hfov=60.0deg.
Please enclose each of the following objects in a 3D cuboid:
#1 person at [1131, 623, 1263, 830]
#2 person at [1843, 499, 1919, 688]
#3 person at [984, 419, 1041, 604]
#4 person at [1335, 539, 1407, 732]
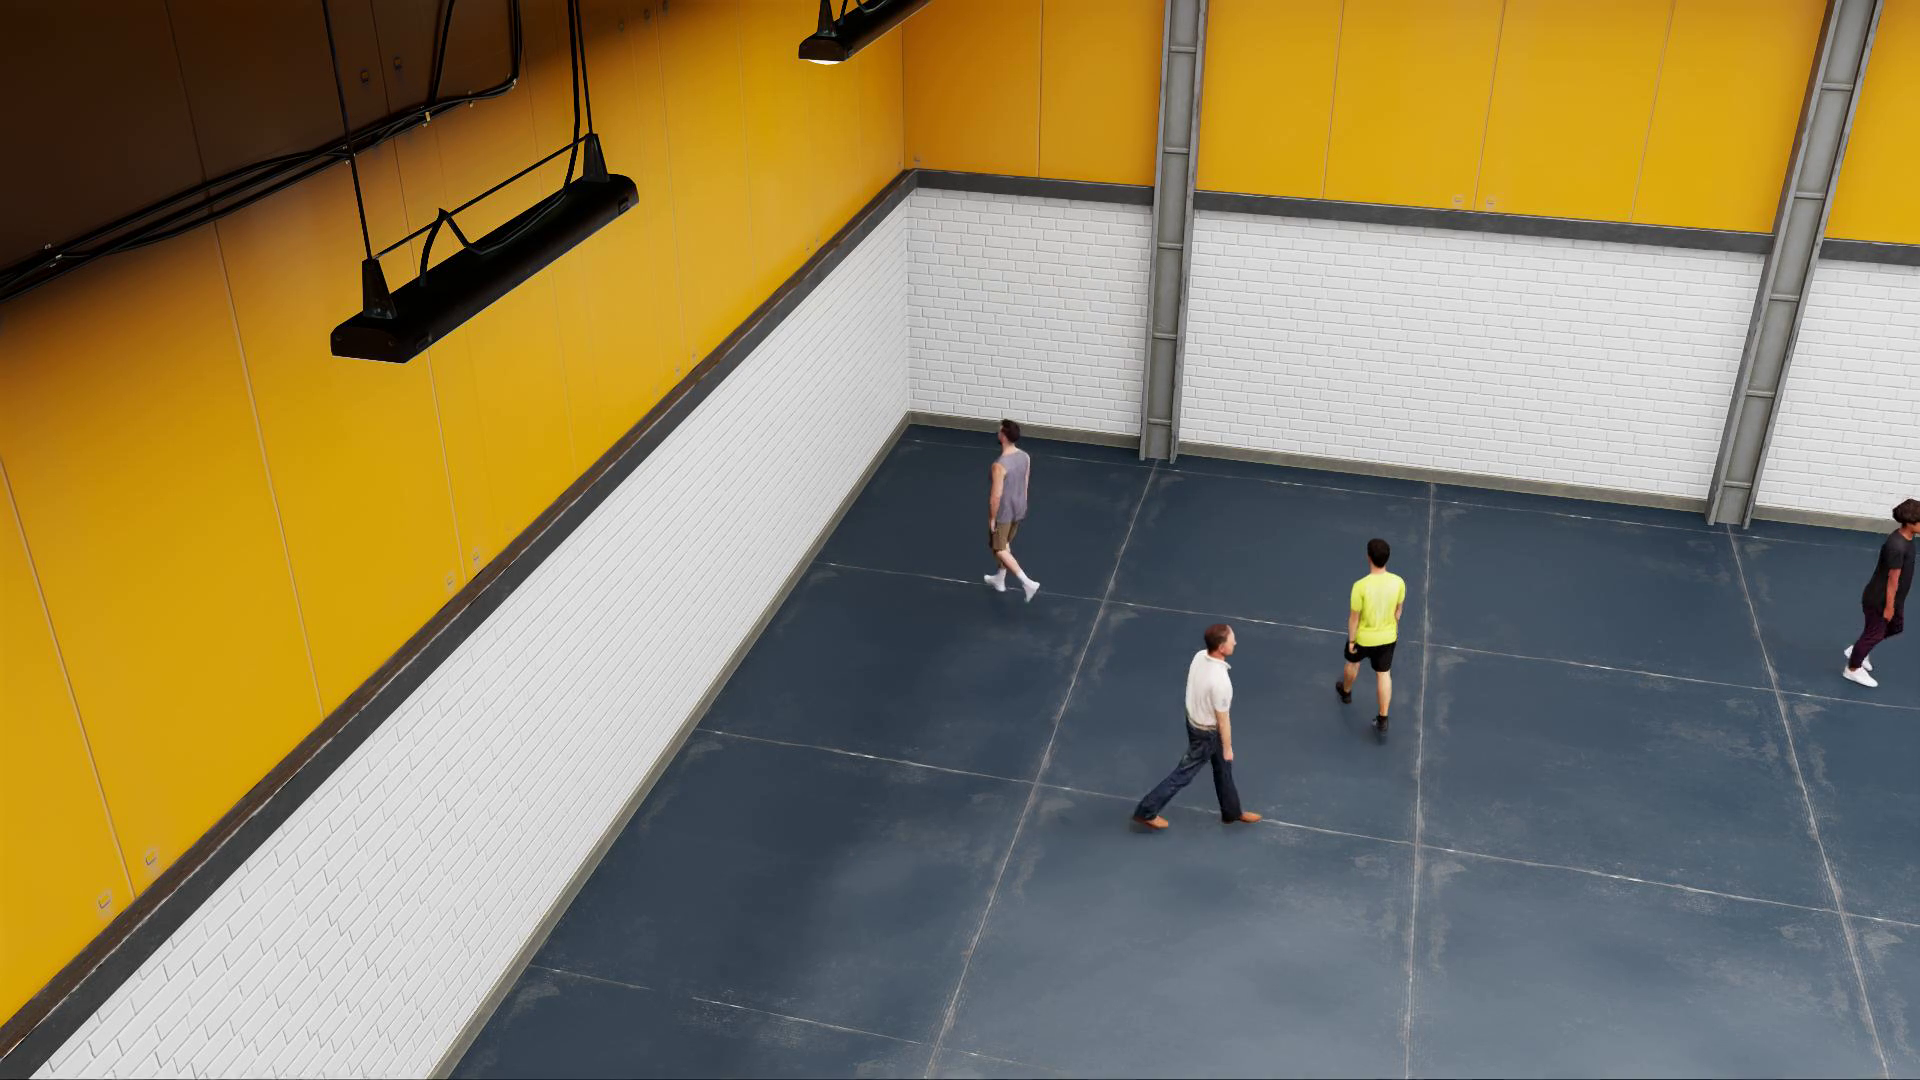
[{"bbox_3d":[1.734,1.455,12.510,1.339,1.807,0.962,-2,29,-3],"label":"person"},{"bbox_3d":[7.961,0.428,14.434,0.760,1.768,0.735,24,37,37],"label":"person"},{"bbox_3d":[0.486,-0.239,15.503,0.947,1.828,1.136,-25,37,-38],"label":"person"},{"bbox_3d":[3.482,0.804,13.836,1.065,1.681,0.877,0,29,-1],"label":"person"}]
